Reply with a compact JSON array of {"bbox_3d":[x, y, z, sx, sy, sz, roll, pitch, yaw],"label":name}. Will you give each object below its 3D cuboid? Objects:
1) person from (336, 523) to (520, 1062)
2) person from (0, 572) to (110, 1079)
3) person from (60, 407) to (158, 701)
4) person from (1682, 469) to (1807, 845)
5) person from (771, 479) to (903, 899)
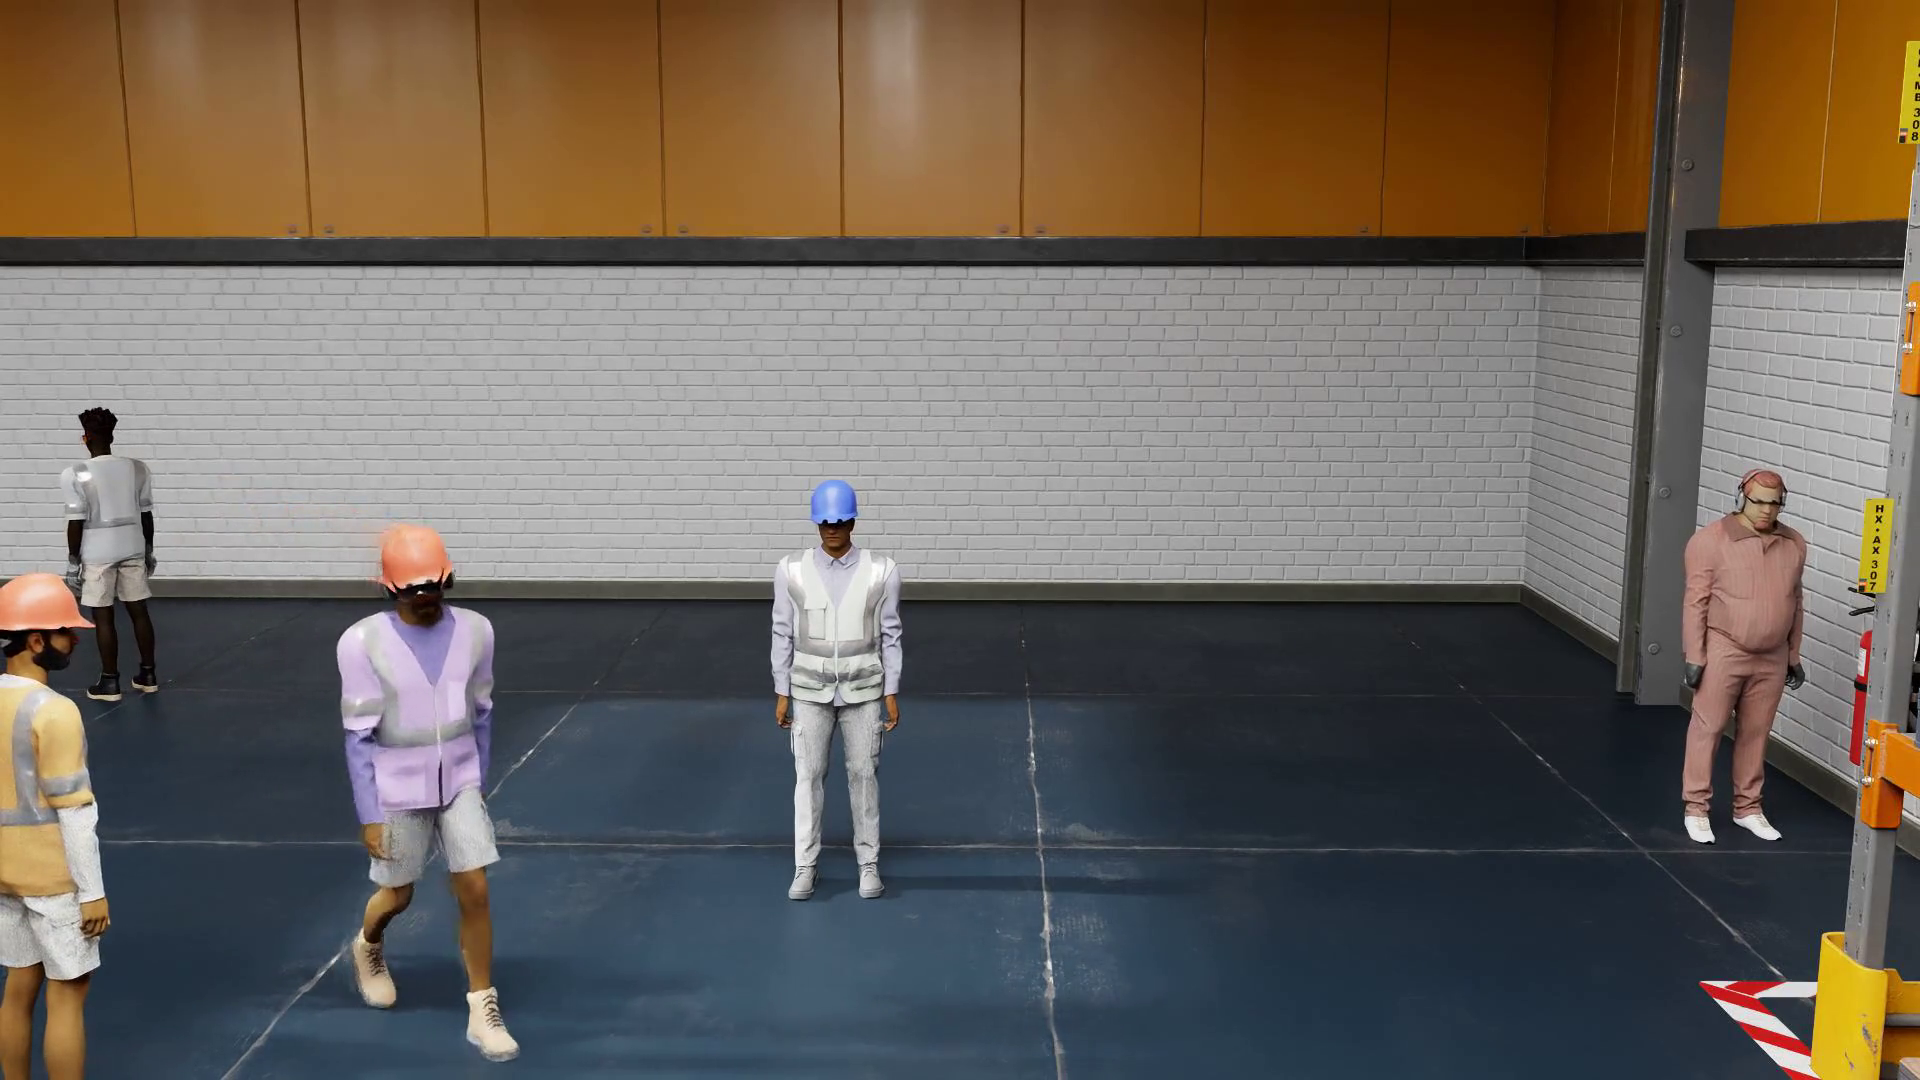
[{"bbox_3d":[-2.034,0.899,6.225,0.608,2.001,0.893,-7,12,-38],"label":"person"},{"bbox_3d":[-2.963,1.064,5.417,0.550,1.933,0.374,5,11,28],"label":"person"},{"bbox_3d":[-5.697,0.090,11.155,0.362,1.963,0.614,6,11,33],"label":"person"},{"bbox_3d":[3.961,0.587,8.383,0.639,1.902,0.406,-1,10,-7],"label":"person"},{"bbox_3d":[-0.564,0.685,7.649,0.606,1.948,0.391,-1,9,-3],"label":"person"}]
